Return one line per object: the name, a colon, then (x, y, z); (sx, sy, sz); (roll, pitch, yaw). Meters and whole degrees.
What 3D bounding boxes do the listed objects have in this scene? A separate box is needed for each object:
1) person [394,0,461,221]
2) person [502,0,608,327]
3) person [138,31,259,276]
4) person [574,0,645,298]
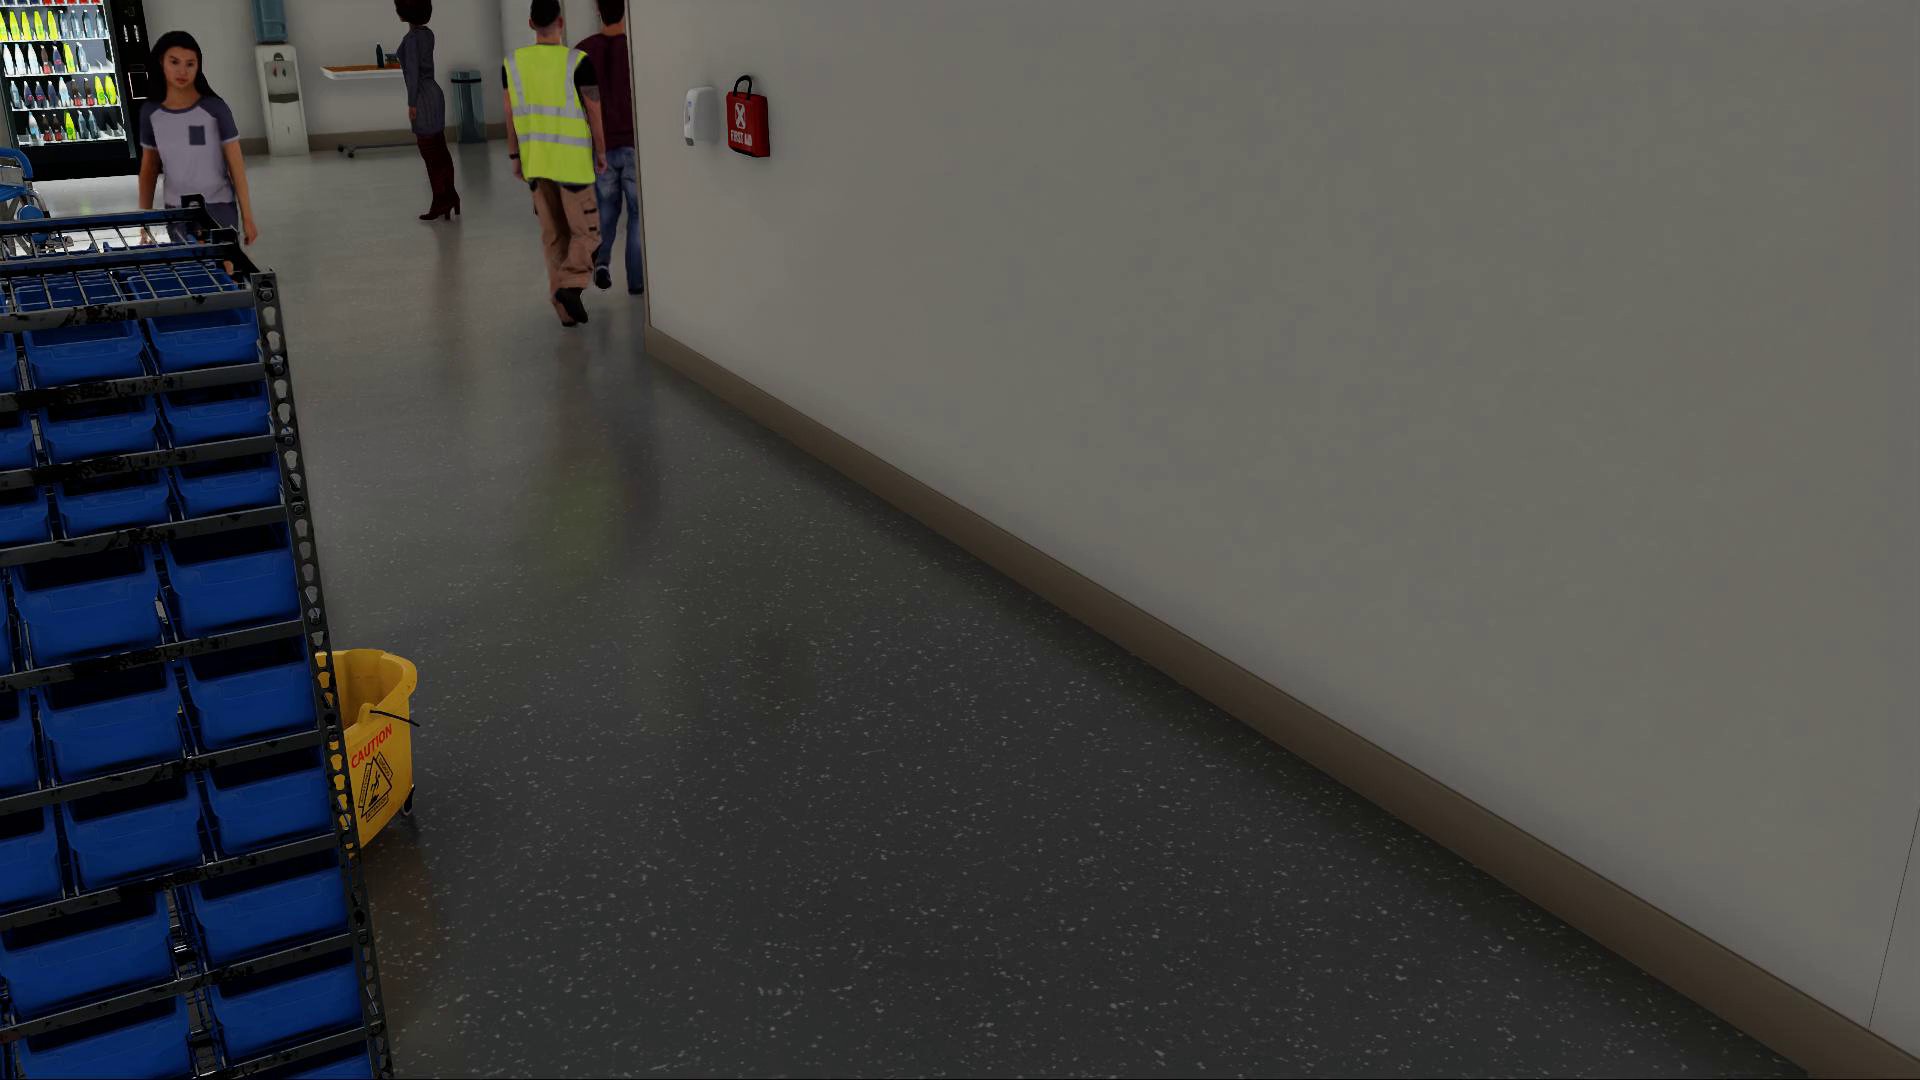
person: (-4.060, -3.317, 12.678); (0.679, 1.706, 0.656); (1, 21, 3)
person: (-2.233, -2.048, 9.158); (1.003, 1.826, 1.035); (2, 21, 6)
person: (-3.611, -1.558, 8.018); (0.762, 1.718, 0.856); (1, 21, 3)
person: (-2.044, -2.351, 9.937); (0.860, 1.840, 0.916); (3, 21, 7)
